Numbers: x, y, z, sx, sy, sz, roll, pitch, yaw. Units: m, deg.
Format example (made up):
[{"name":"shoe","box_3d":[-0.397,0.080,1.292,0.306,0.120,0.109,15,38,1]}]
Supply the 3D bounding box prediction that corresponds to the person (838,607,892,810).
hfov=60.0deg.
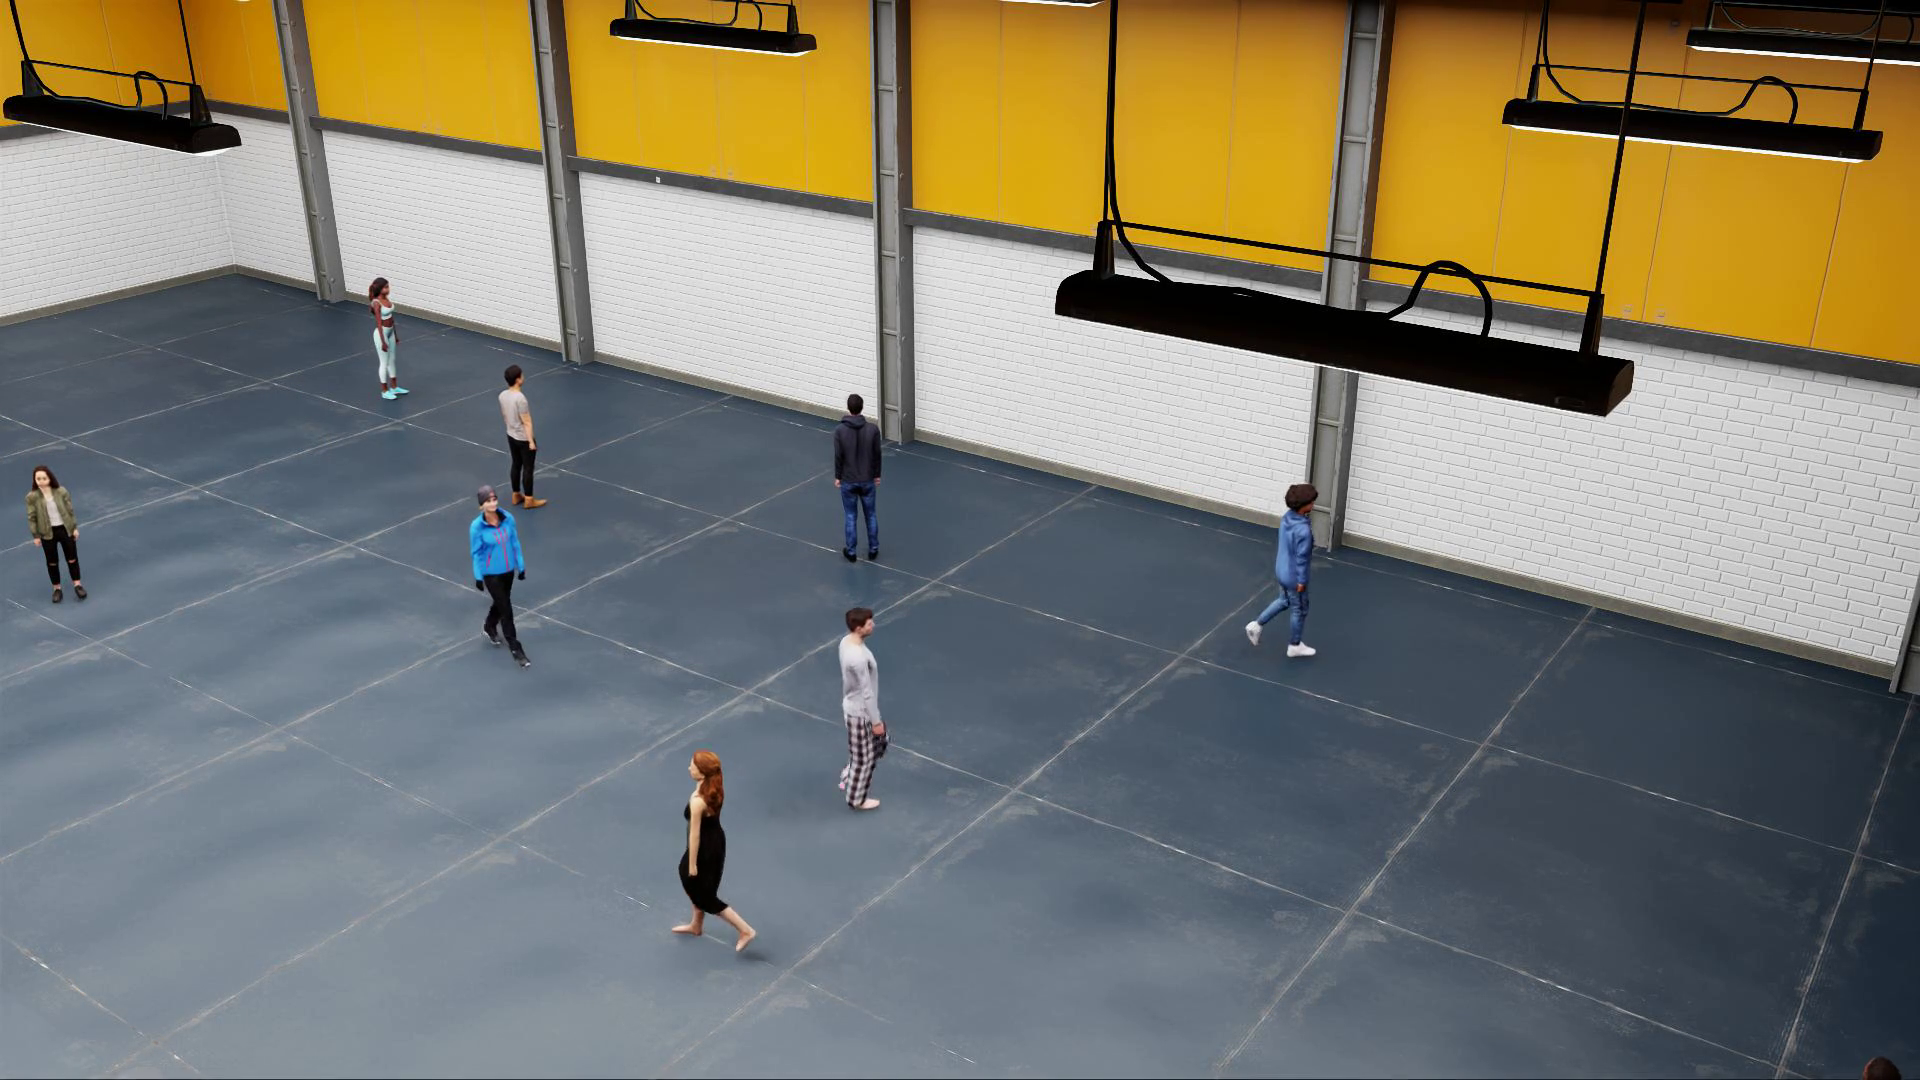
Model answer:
[{"name":"person","box_3d":[-0.882,1.389,13.434,0.850,1.836,0.791,-4,24,-9]}]

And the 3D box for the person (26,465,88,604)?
[{"name":"person","box_3d":[-9.374,-0.082,17.250,0.646,1.475,0.616,-15,28,-30]}]

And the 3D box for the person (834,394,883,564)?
[{"name":"person","box_3d":[-1.112,-0.673,18.083,0.753,1.892,0.802,-5,24,-12]}]

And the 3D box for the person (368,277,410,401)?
[{"name":"person","box_3d":[-8.027,-2.827,23.220,0.652,1.724,0.639,4,24,9]}]

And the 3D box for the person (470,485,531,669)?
[{"name":"person","box_3d":[-4.474,0.309,16.012,0.801,1.751,1.200,-20,30,-38]}]

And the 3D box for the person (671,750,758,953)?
[{"name":"person","box_3d":[-1.739,2.225,11.811,1.025,1.604,0.795,6,24,13]}]

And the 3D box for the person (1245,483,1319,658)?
[{"name":"person","box_3d":[3.131,0.301,15.976,1.056,1.795,0.999,-4,24,-9]}]

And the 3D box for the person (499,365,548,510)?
[{"name":"person","box_3d":[-5.178,-1.220,19.549,0.495,1.719,0.682,20,30,37]}]
